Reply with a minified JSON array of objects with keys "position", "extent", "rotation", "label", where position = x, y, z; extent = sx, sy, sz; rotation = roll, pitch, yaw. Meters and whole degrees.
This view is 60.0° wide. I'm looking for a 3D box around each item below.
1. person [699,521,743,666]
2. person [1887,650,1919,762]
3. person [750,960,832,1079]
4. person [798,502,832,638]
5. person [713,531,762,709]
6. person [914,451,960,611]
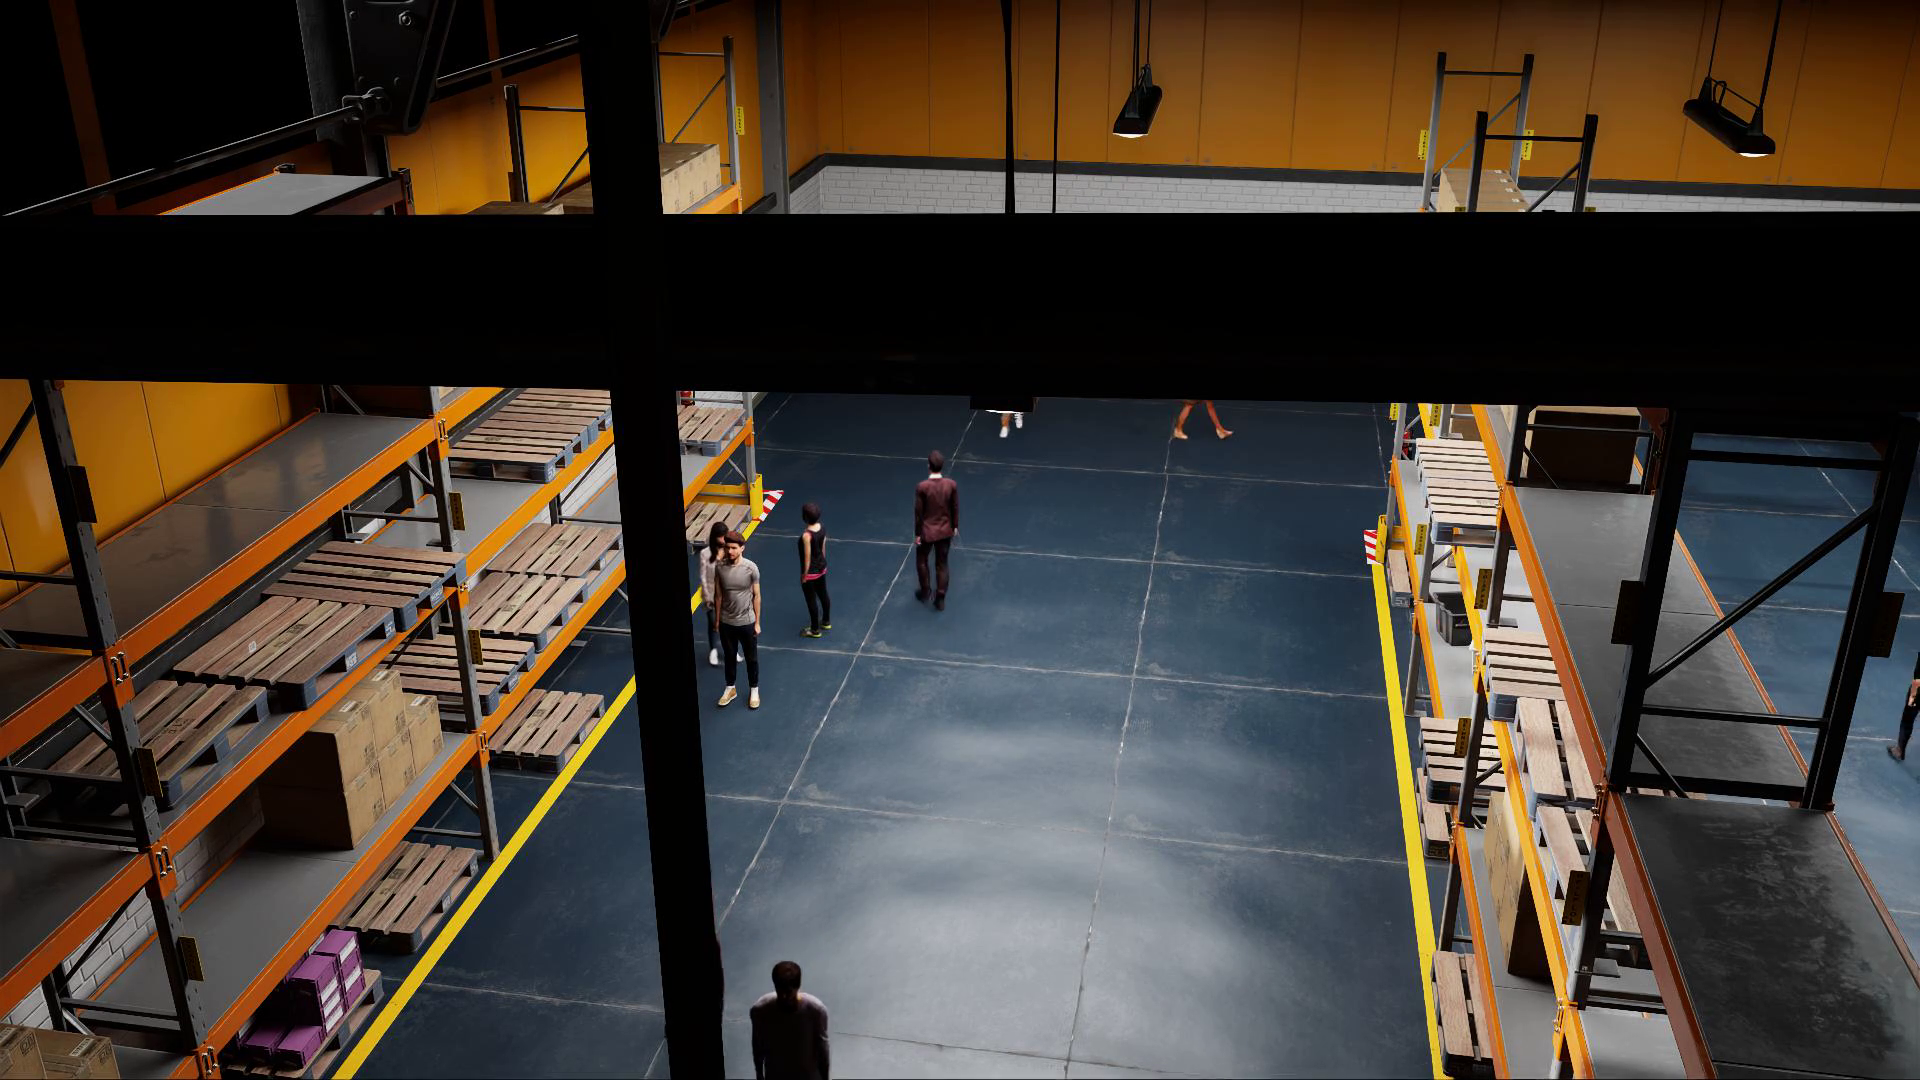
[{"position":[-2.544,0.552,17.638],"extent":[0.721,1.630,0.740],"rotation":[-11,26,-23],"label":"person"},{"position":[9.126,1.470,15.552],"extent":[0.644,1.619,1.029],"rotation":[1,24,2],"label":"person"},{"position":[-1.069,3.438,10.783],"extent":[0.719,1.832,0.688],"rotation":[-1,24,-2],"label":"person"},{"position":[-1.606,0.307,18.296],"extent":[0.668,1.552,0.542],"rotation":[13,27,27],"label":"person"},{"position":[-2.240,0.785,16.773],"extent":[0.640,1.897,0.563],"rotation":[3,24,7],"label":"person"},{"position":[-0.260,-0.072,18.794],"extent":[0.860,1.848,0.906],"rotation":[-7,24,-15],"label":"person"}]
